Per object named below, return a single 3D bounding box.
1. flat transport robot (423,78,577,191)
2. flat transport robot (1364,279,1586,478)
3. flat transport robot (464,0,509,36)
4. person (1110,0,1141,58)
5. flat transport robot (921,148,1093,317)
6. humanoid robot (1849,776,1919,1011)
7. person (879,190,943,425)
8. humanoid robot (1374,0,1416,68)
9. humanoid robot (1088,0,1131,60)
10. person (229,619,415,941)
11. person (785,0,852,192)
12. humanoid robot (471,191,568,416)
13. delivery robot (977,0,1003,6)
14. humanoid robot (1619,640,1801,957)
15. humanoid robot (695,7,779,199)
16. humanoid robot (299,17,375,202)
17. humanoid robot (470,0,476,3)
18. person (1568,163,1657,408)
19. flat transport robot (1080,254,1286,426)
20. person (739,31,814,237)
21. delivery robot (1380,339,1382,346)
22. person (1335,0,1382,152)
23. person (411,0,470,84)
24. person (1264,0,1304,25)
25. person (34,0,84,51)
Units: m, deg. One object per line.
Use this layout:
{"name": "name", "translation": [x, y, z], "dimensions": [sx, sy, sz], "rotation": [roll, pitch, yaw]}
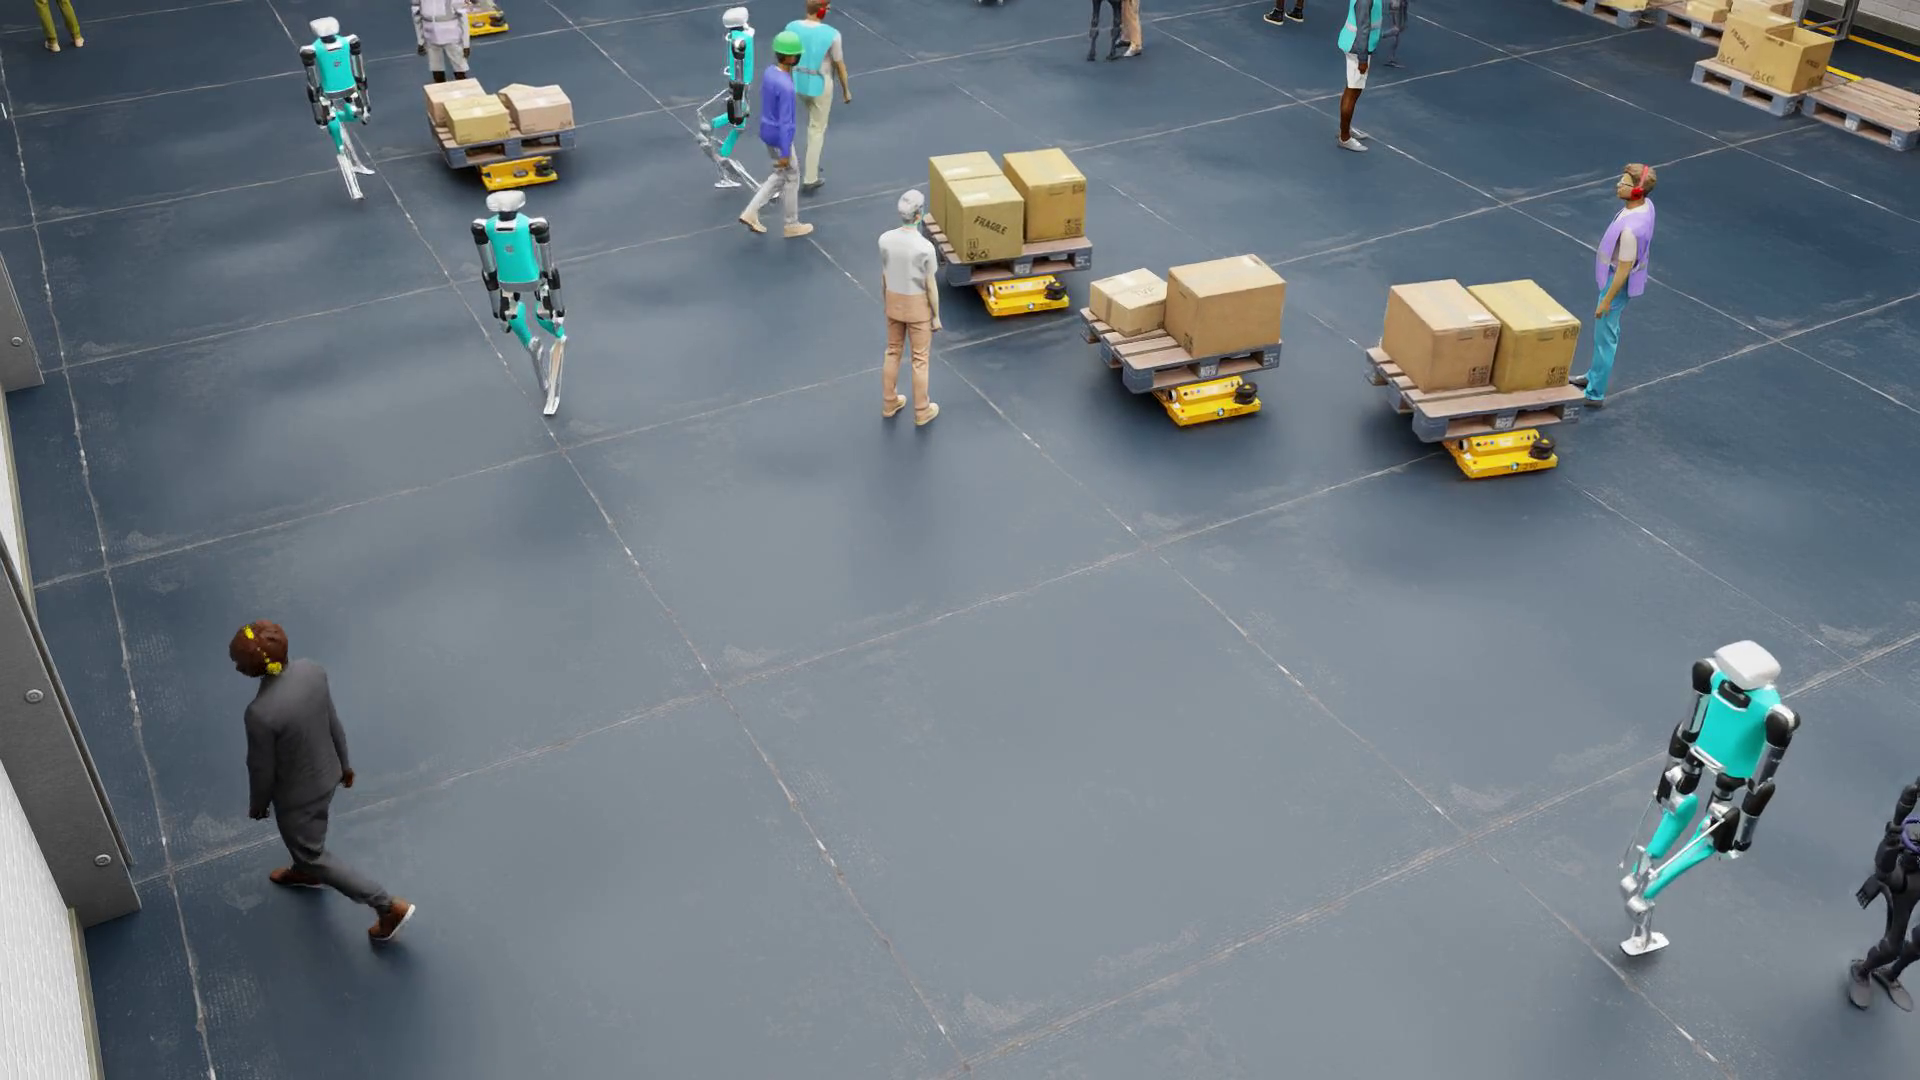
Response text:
{"name": "flat transport robot", "translation": [-4.388, -3.746, 16.064], "dimensions": [0.659, 0.231, 1.431], "rotation": [-15, 38, -20]}
{"name": "flat transport robot", "translation": [3.667, -0.925, 12.037], "dimensions": [0.659, 0.231, 1.431], "rotation": [-8, 36, -11]}
{"name": "flat transport robot", "translation": [-5.852, -6.239, 19.624], "dimensions": [0.659, 0.231, 1.431], "rotation": [-17, 39, -23]}
{"name": "person", "translation": [1.858, -6.110, 18.242], "dimensions": [0.410, 1.634, 0.570], "rotation": [-10, 36, -14]}
{"name": "flat transport robot", "translation": [0.382, -2.305, 14.007], "dimensions": [0.659, 0.231, 1.431], "rotation": [-9, 36, -13]}
{"name": "humanoid robot", "translation": [4.354, 1.471, 7.390], "dimensions": [0.602, 1.654, 0.331], "rotation": [4, 35, 6]}
{"name": "person", "translation": [-0.354, -1.641, 11.782], "dimensions": [0.467, 1.737, 0.324], "rotation": [19, 39, 25]}
{"name": "humanoid robot", "translation": [4.713, -5.981, 18.024], "dimensions": [0.506, 1.641, 0.594], "rotation": [17, 38, 23]}
{"name": "humanoid robot", "translation": [1.614, -6.090, 18.181], "dimensions": [0.596, 1.652, 0.315], "rotation": [17, 38, 23]}
{"name": "person", "translation": [-3.067, 1.105, 7.779], "dimensions": [0.877, 1.823, 0.479], "rotation": [5, 35, 7]}
{"name": "person", "translation": [-1.291, -4.140, 15.282], "dimensions": [0.567, 1.812, 0.668], "rotation": [19, 39, 25]}
{"name": "humanoid robot", "translation": [-3.052, -1.712, 11.971], "dimensions": [0.552, 1.893, 0.766], "rotation": [1, 35, 2]}
{"name": "delivery robot", "translation": [0.445, -6.886, 20.305], "dimensions": [0.499, 0.602, 0.795], "rotation": [9, 36, 13]}
{"name": "humanoid robot", "translation": [3.251, 1.319, 7.628], "dimensions": [0.740, 1.862, 0.564], "rotation": [-15, 38, -20]}
{"name": "humanoid robot", "translation": [-2.118, -3.888, 14.995], "dimensions": [0.862, 1.795, 0.548], "rotation": [0, 35, 0]}
{"name": "humanoid robot", "translation": [-5.665, -3.934, 15.069], "dimensions": [0.545, 1.726, 1.025], "rotation": [-23, 41, -30]}
{"name": "humanoid robot", "translation": [-5.801, -6.777, 19.171], "dimensions": [0.447, 1.630, 0.614], "rotation": [-2, 35, -2]}
{"name": "person", "translation": [4.704, -1.815, 11.930], "dimensions": [0.390, 1.850, 0.565], "rotation": [14, 37, 19]}
{"name": "flat transport robot", "translation": [1.653, -1.331, 12.616], "dimensions": [0.659, 0.231, 1.431], "rotation": [-12, 37, -16]}
{"name": "person", "translation": [-1.593, -3.439, 14.258], "dimensions": [0.628, 1.843, 0.492], "rotation": [-18, 39, -23]}
{"name": "delivery robot", "translation": [3.621, -1.598, 12.741], "dimensions": [0.499, 0.586, 0.772], "rotation": [-27, 43, -33]}
{"name": "person", "translation": [3.850, -4.737, 16.024], "dimensions": [0.418, 1.940, 0.552], "rotation": [7, 36, 9]}
{"name": "person", "translation": [-5.077, -4.909, 16.285], "dimensions": [0.551, 1.926, 0.405], "rotation": [4, 35, 6]}
{"name": "person", "translation": [3.842, -6.942, 19.159], "dimensions": [0.602, 1.958, 0.377], "rotation": [-15, 38, -20]}
{"name": "person", "translation": [-10.211, -6.367, 18.439], "dimensions": [0.529, 1.836, 0.350], "rotation": [-23, 41, -29]}
